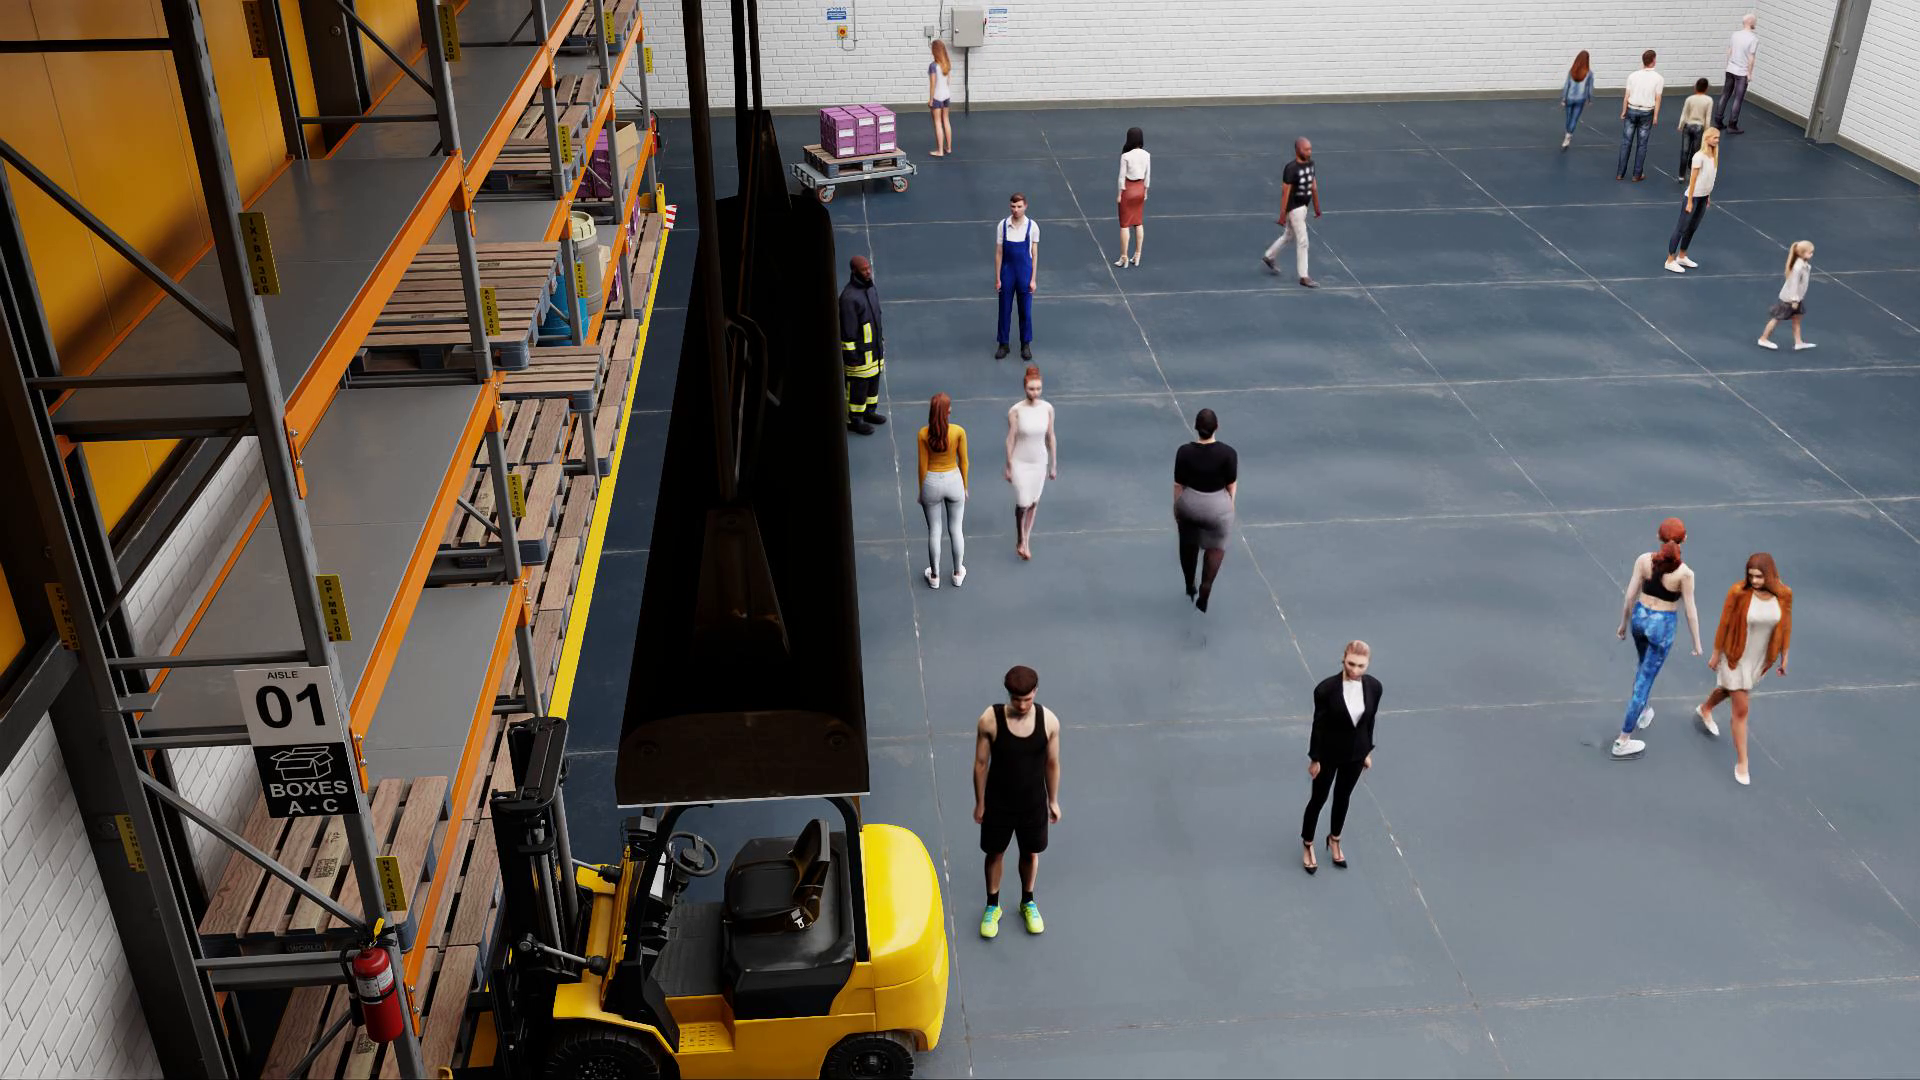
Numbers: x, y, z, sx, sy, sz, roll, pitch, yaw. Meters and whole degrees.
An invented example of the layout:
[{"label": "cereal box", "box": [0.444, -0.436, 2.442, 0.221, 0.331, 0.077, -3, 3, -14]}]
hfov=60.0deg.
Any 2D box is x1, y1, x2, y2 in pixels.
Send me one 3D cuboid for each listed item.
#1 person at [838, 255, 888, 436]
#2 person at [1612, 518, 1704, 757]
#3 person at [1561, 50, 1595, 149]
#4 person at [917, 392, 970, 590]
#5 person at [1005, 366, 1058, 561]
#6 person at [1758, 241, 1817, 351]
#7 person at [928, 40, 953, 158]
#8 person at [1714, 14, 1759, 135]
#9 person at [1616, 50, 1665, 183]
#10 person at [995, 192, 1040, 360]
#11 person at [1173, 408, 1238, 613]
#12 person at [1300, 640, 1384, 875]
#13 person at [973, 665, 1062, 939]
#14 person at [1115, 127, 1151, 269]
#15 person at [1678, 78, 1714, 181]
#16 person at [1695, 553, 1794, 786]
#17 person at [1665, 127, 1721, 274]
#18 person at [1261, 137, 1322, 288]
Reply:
[{"label": "person", "box": [-0.985, -1.959, 16.460, 0.909, 1.823, 0.806, 14, 32, 24]}, {"label": "person", "box": [4.784, 0.705, 11.643, 1.010, 1.758, 0.990, -17, 33, -28]}, {"label": "person", "box": [9.500, -6.772, 25.676, 0.923, 1.446, 1.086, 14, 32, 24]}, {"label": "person", "box": [-0.140, -0.409, 13.694, 0.583, 1.751, 0.555, -1, 29, -2]}, {"label": "person", "box": [0.559, -0.656, 14.112, 0.647, 1.784, 0.647, -9, 30, -15]}, {"label": "person", "box": [9.148, -2.710, 18.430, 0.866, 1.254, 0.817, 20, 35, 32]}, {"label": "person", "box": [-0.297, -6.728, 25.300, 0.745, 1.729, 0.685, 22, 35, 34]}, {"label": "person", "box": [12.380, -7.435, 26.489, 0.782, 1.832, 0.634, -11, 31, -19]}, {"label": "person", "box": [9.849, -6.156, 24.125, 0.754, 1.850, 0.778, 16, 33, 27]}, {"label": "person", "box": [0.618, -2.897, 18.150, 0.657, 1.851, 0.609, 2, 29, 4]}, {"label": "person", "box": [1.949, -0.187, 13.299, 0.836, 1.739, 1.020, 6, 29, 12]}, {"label": "person", "box": [2.396, 1.355, 10.508, 0.624, 1.705, 0.548, -6, 29, -10]}, {"label": "person", "box": [0.332, 1.541, 9.972, 0.675, 1.891, 0.566, -3, 29, -5]}, {"label": "person", "box": [2.153, -4.286, 20.802, 0.663, 1.749, 0.650, -15, 32, -26]}, {"label": "person", "box": [10.644, -5.930, 24.148, 0.845, 1.431, 1.075, 11, 30, 19]}, {"label": "person", "box": [5.456, 0.775, 11.622, 0.671, 1.655, 1.109, -2, 29, -4]}, {"label": "person", "box": [9.123, -4.236, 20.650, 0.660, 1.807, 0.678, -20, 34, -32]}, {"label": "person", "box": [4.049, -4.037, 20.328, 1.274, 1.766, 1.153, 25, 38, 38]}]
